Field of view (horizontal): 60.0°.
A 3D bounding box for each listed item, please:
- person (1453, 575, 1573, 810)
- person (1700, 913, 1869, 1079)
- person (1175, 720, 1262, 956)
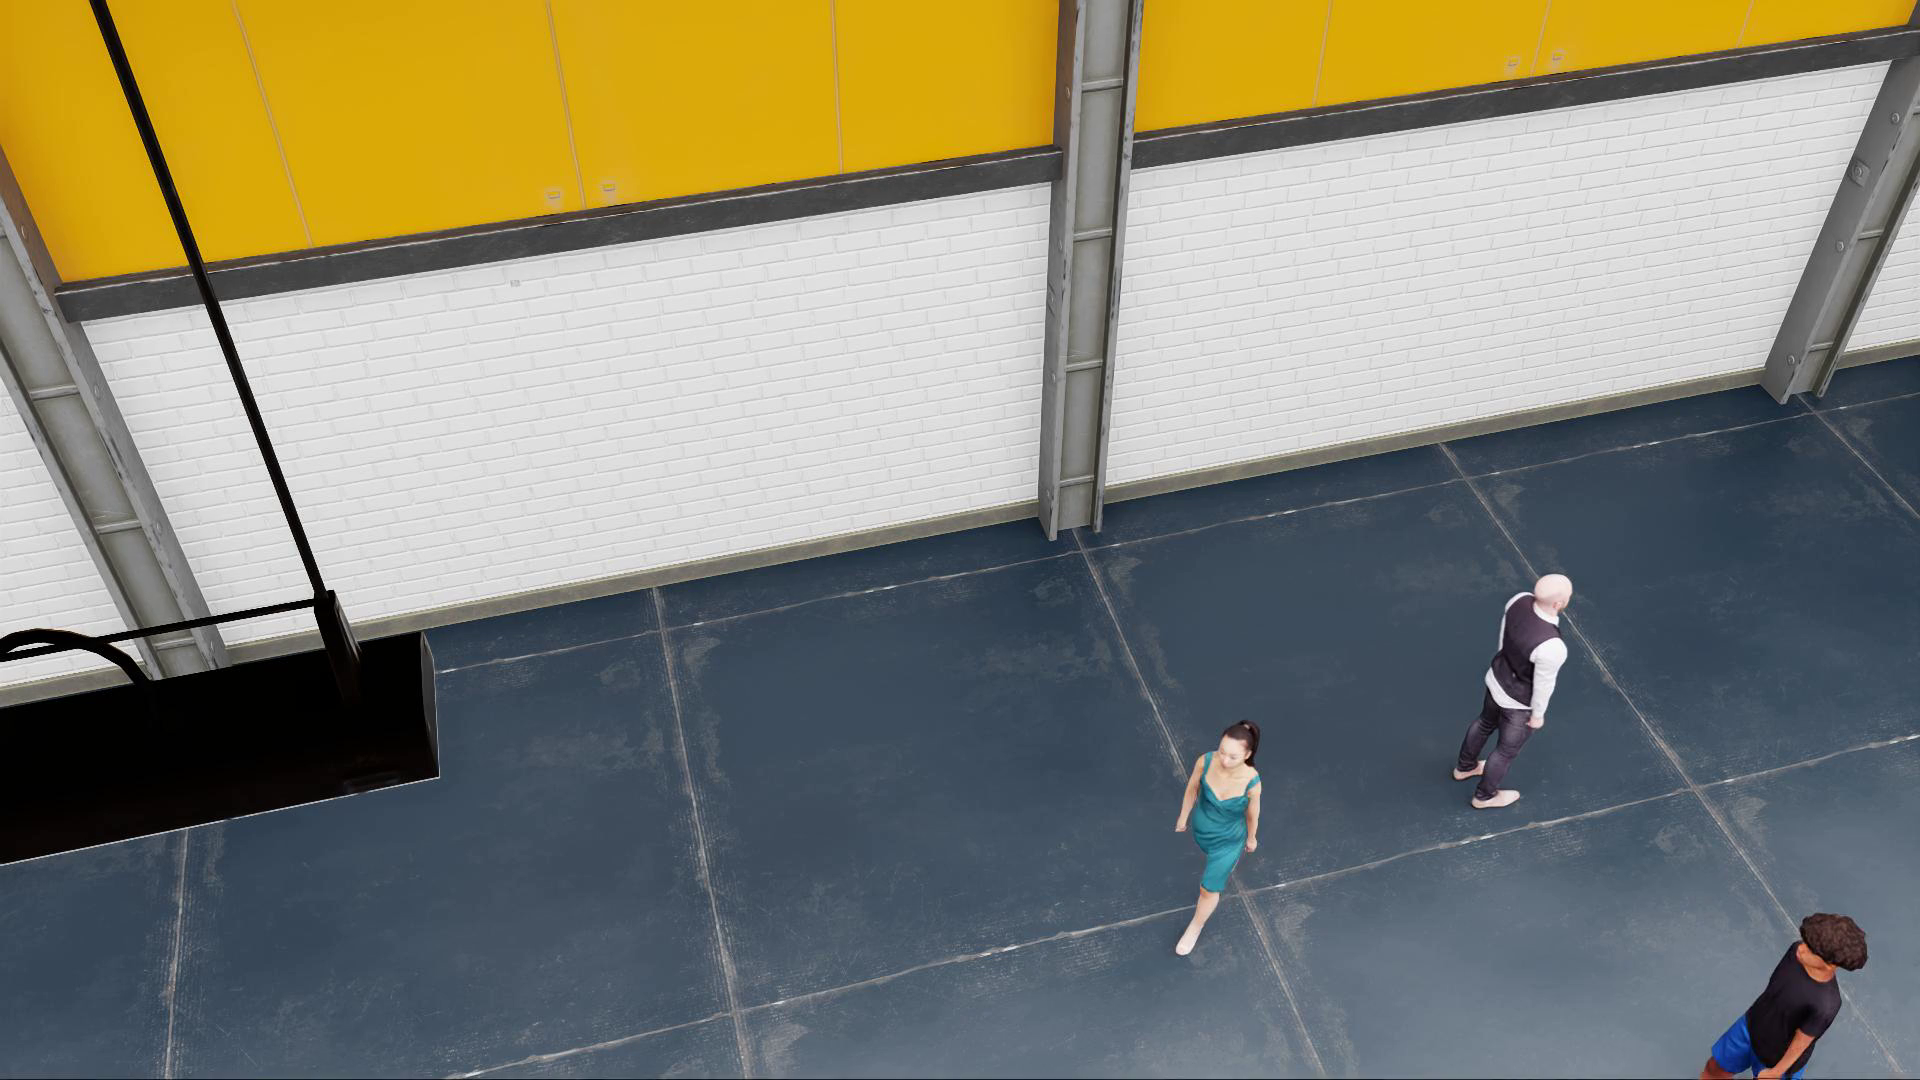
[{"bbox_3d":[3.231,0.881,9.673,0.602,1.823,0.689,-7,44,-8],"label":"person"},{"bbox_3d":[4.059,2.428,8.084,1.162,1.774,0.805,0,44,0],"label":"person"},{"bbox_3d":[1.454,1.533,9.107,0.974,1.658,1.088,27,50,25],"label":"person"}]
